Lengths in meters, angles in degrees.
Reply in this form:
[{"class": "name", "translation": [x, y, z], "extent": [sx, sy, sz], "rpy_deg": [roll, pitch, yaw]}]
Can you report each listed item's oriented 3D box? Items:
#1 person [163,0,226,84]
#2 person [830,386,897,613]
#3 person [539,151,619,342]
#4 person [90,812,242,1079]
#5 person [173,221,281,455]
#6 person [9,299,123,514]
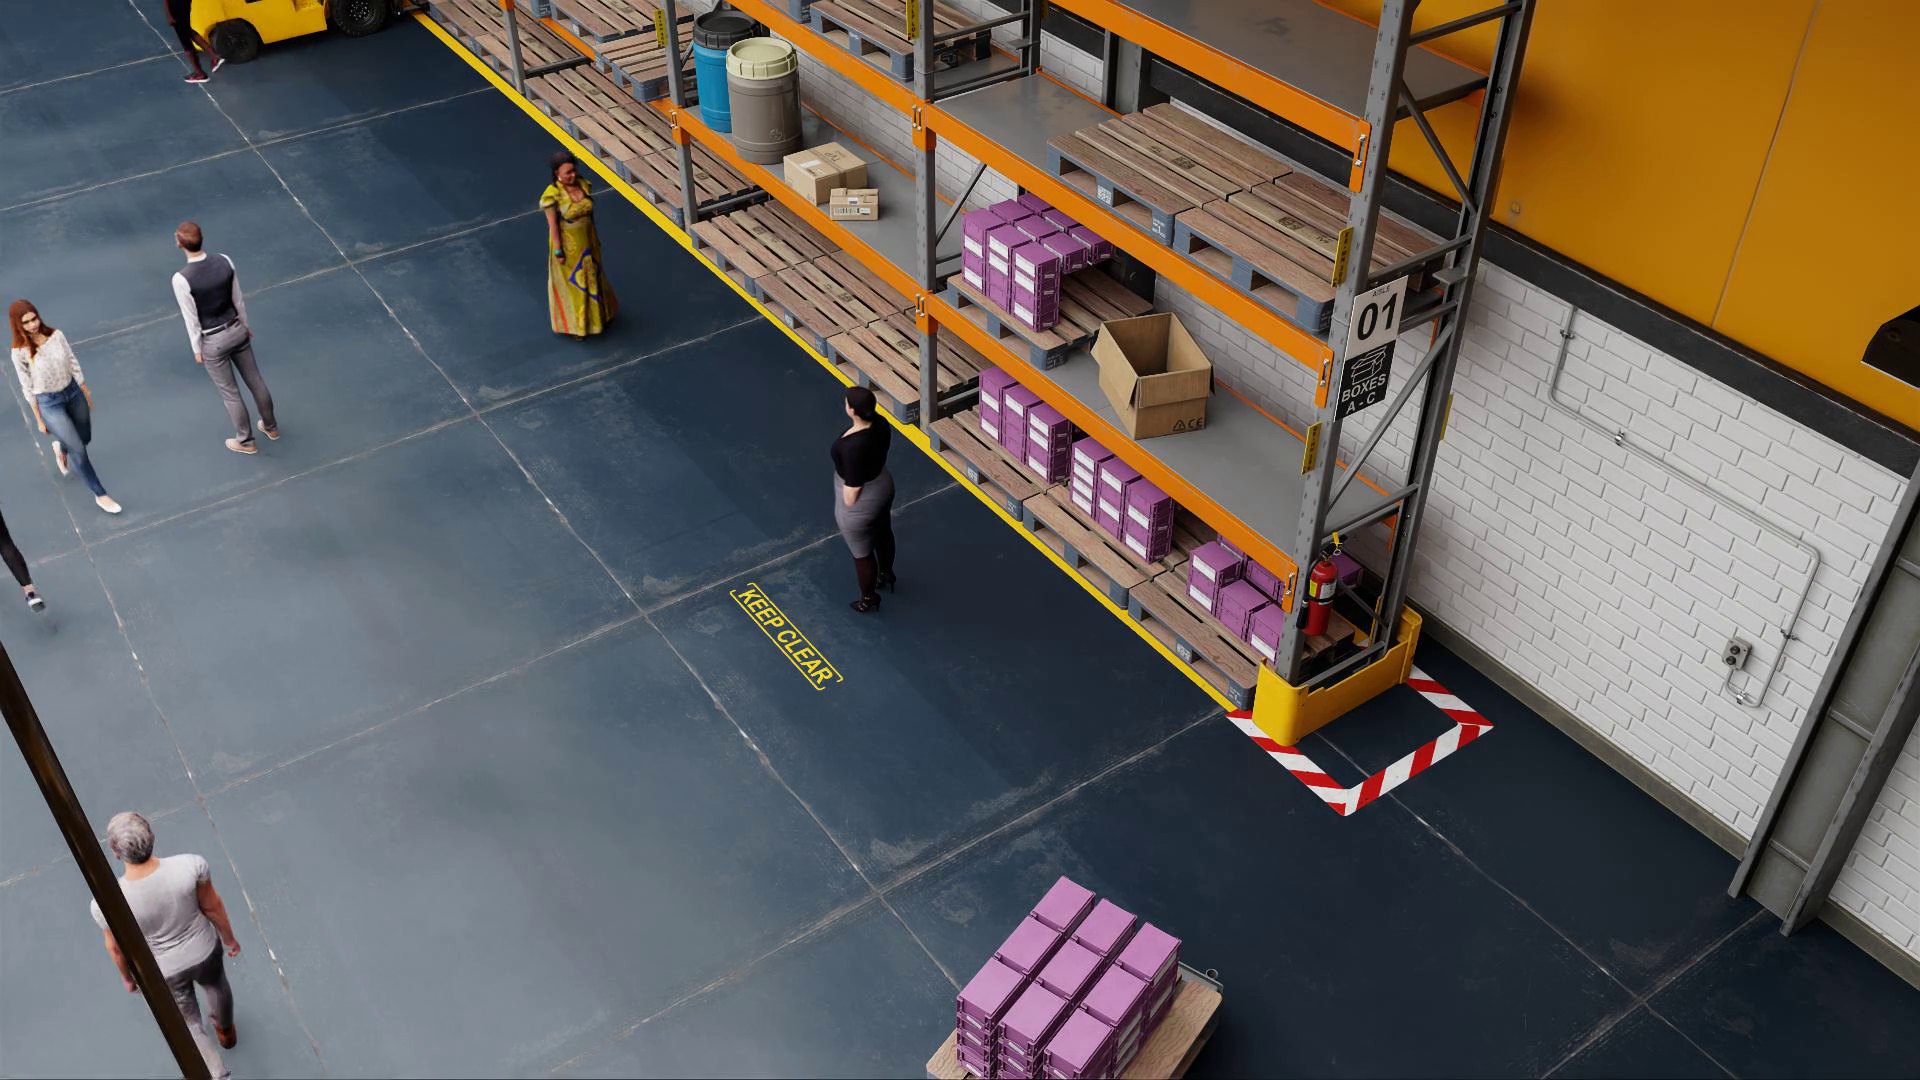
[{"class": "person", "translation": [-8.395, -5.808, 18.041], "extent": [0.869, 1.753, 0.811], "rpy_deg": [6, 39, 7]}, {"class": "person", "translation": [-0.619, -0.272, 11.104], "extent": [0.781, 1.759, 0.774], "rpy_deg": [17, 42, 20]}, {"class": "person", "translation": [-3.237, -2.492, 13.963], "extent": [0.930, 1.661, 0.961], "rpy_deg": [23, 44, 26]}, {"class": "person", "translation": [-3.774, 2.092, 8.109], "extent": [0.711, 1.804, 1.111], "rpy_deg": [-25, 45, -28]}, {"class": "person", "translation": [-5.559, -1.534, 12.541], "extent": [0.693, 1.938, 0.728], "rpy_deg": [24, 44, 27]}, {"class": "person", "translation": [-6.575, -1.012, 12.077], "extent": [1.123, 1.701, 0.828], "rpy_deg": [23, 44, 26]}]
